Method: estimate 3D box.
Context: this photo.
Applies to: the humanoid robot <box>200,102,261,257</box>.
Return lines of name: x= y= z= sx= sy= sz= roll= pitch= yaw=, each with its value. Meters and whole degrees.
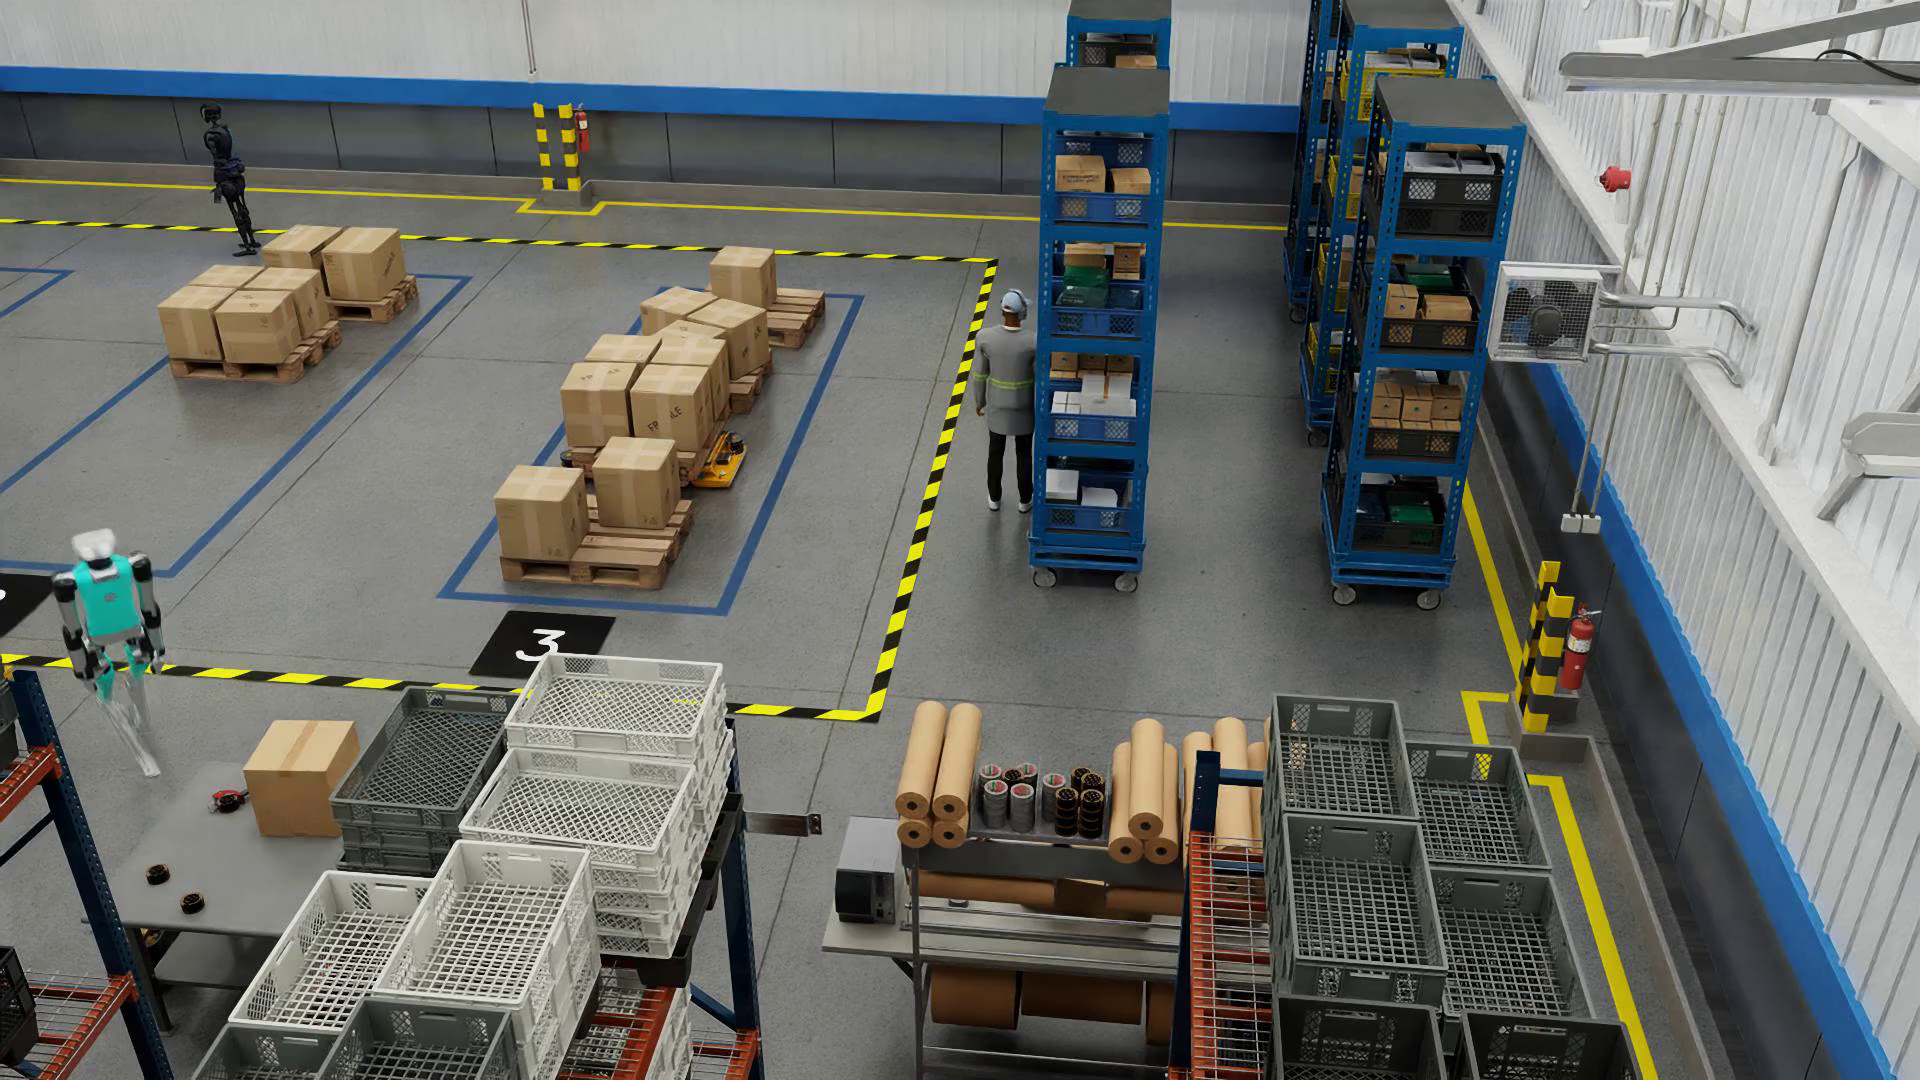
humanoid robot: x=-7.906 y=-3.902 z=17.960 sx=0.315 sy=1.657 sz=0.599 roll=-2 pitch=30 yaw=-4

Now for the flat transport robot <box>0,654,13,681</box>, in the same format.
flat transport robot: x=-7.142 y=0.969 z=11.010 sx=1.431 sy=0.231 sz=0.659 roll=3 pitch=30 yaw=6

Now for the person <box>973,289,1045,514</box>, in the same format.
person: x=0.407 y=-1.081 z=12.957 sx=0.597 sy=1.849 sz=0.384 roll=6 pitch=31 yaw=10

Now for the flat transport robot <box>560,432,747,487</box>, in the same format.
flat transport robot: x=-2.554 y=-0.707 z=13.861 sx=1.431 sy=0.197 sz=0.652 roll=3 pitch=30 yaw=6

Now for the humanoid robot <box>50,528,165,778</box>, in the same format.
humanoid robot: x=-5.171 y=0.631 z=10.145 sx=0.545 sy=1.798 sz=0.830 roll=-22 pitch=37 yaw=-32
